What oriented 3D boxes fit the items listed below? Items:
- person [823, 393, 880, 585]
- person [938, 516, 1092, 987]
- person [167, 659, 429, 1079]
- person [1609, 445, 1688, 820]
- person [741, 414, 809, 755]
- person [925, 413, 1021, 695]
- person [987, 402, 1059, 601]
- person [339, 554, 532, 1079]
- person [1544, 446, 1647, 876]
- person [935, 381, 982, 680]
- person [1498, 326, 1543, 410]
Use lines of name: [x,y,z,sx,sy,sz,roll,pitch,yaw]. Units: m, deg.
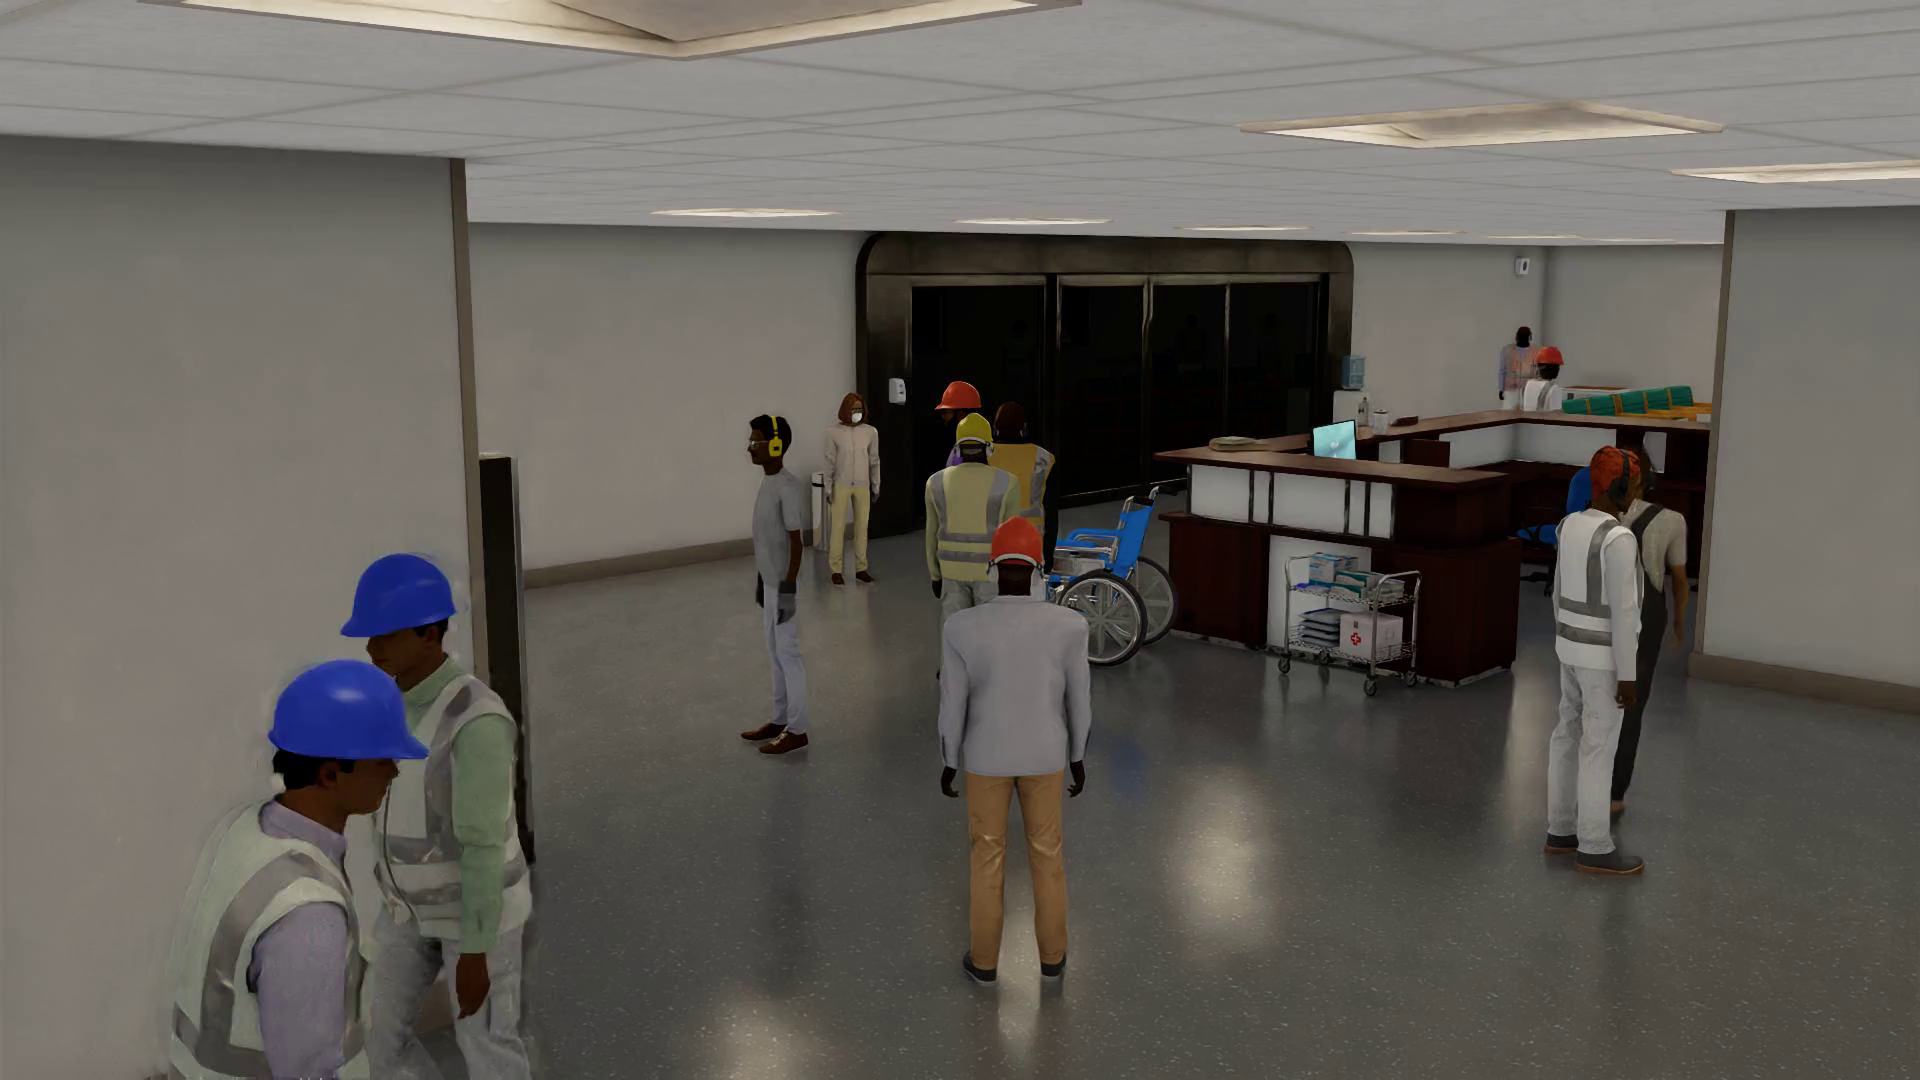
person: [-0.910,-0.431,14.038,0.504,1.627,0.285,-4,10,-24]
person: [0.200,0.783,6.184,0.575,1.749,0.335,-1,9,-7]
person: [-1.288,1.177,3.366,0.857,1.890,0.635,-4,10,-23]
person: [3.312,0.428,8.263,0.519,1.787,1.001,5,10,28]
person: [-1.016,0.242,9.143,0.331,1.874,0.519,-4,10,-21]
person: [0.090,0.175,9.709,0.593,1.826,0.404,3,10,18]
person: [0.306,0.051,10.457,0.623,1.835,0.431,0,9,0]
person: [-1.374,0.980,4.434,0.622,1.927,0.484,7,11,36]
person: [2.824,0.527,7.358,0.356,1.884,0.572,-1,9,-8]
person: [0.012,-0.055,10.756,0.357,1.937,0.550,1,9,6]
person: [8.146,-2.185,24.166,0.626,1.837,0.430,3,10,20]
